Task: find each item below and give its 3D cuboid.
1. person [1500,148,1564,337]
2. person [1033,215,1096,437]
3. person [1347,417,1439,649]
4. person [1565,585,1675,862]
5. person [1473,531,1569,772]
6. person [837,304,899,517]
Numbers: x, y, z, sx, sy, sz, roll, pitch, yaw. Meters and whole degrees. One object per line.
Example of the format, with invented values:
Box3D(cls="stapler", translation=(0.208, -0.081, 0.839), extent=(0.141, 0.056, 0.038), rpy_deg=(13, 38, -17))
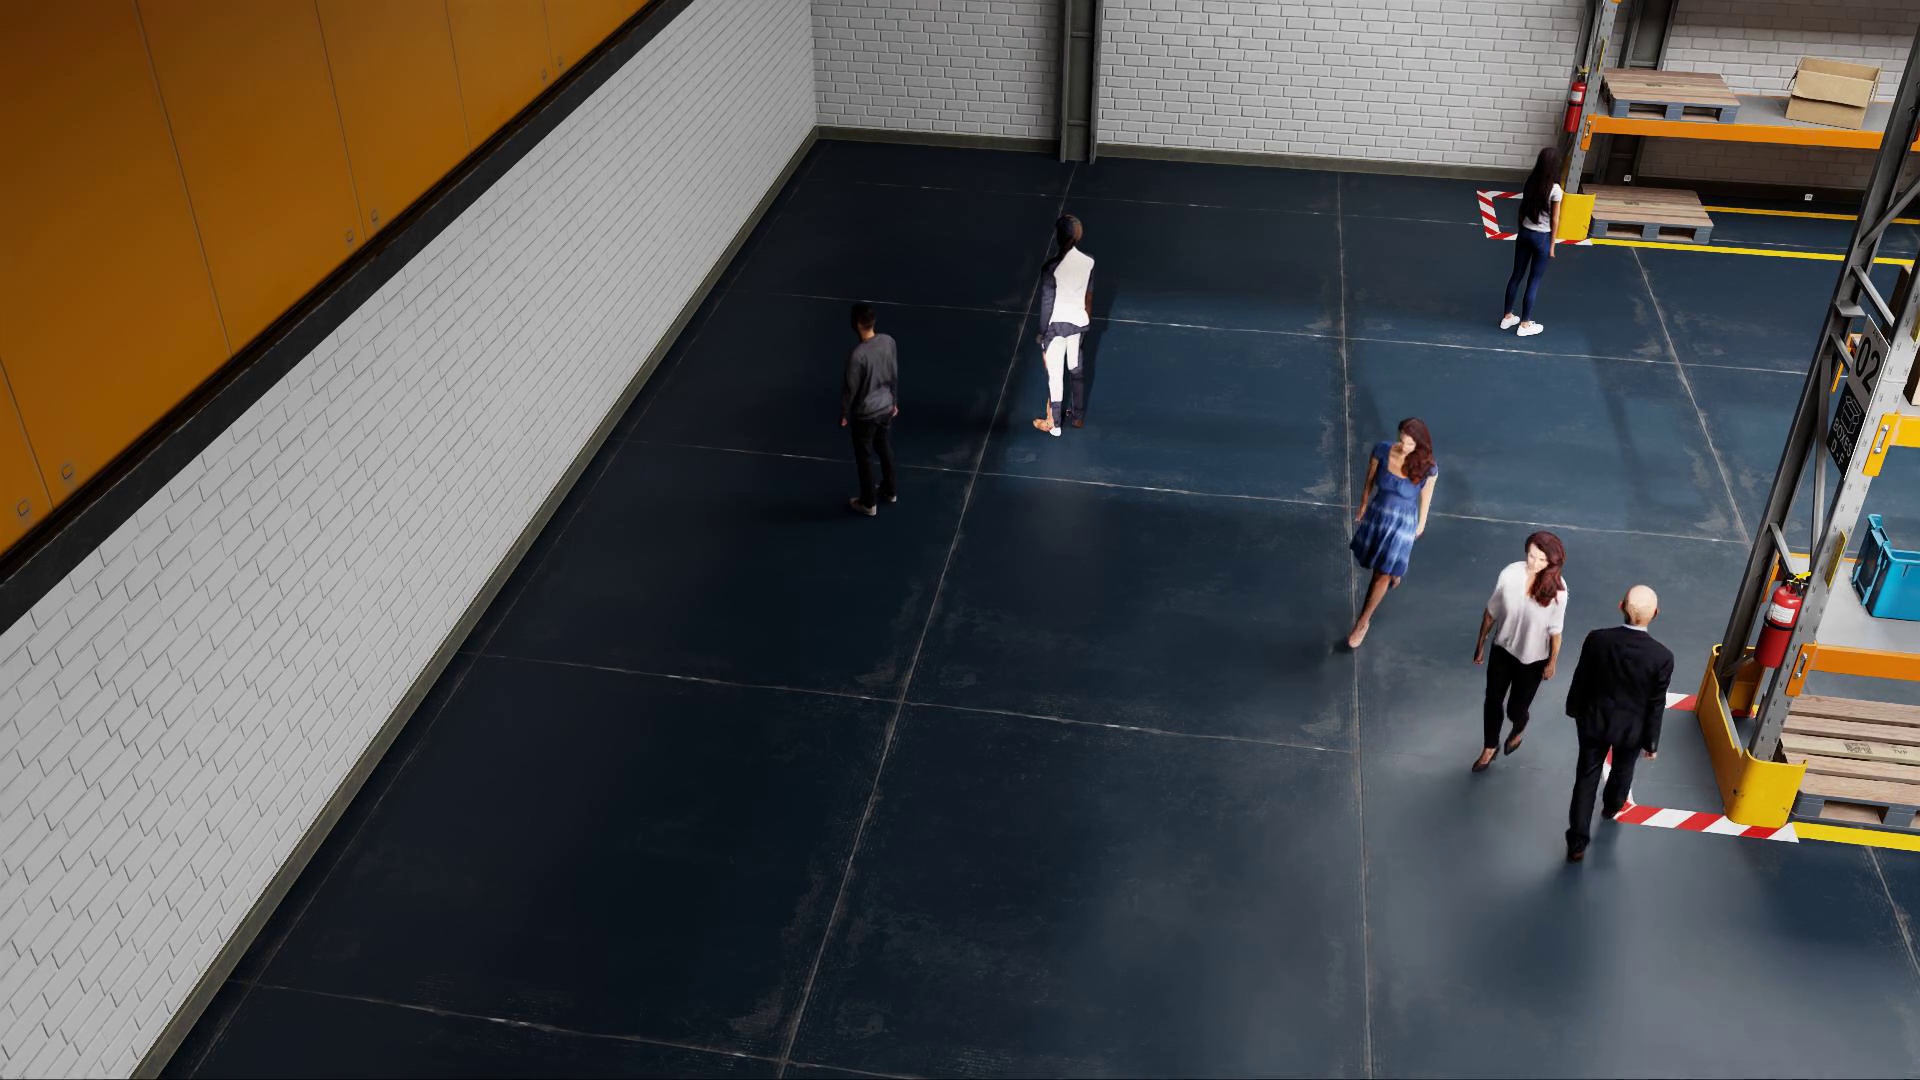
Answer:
Box3D(cls="person", translation=(5.270, -2.742, 15.271), extent=(0.710, 1.775, 0.666), rpy_deg=(-18, 38, -25))
Box3D(cls="person", translation=(0.860, -1.763, 13.692), extent=(0.762, 1.891, 0.834), rpy_deg=(-19, 38, -27))
Box3D(cls="person", translation=(2.941, -0.095, 11.285), extent=(1.028, 1.778, 0.990), rpy_deg=(24, 40, 31))
Box3D(cls="person", translation=(3.700, 1.102, 9.489), extent=(1.026, 1.773, 0.974), rpy_deg=(18, 38, 25))
Box3D(cls="person", translation=(3.452, 0.664, 10.143), extent=(0.764, 1.777, 0.829), rpy_deg=(28, 43, 35))
Box3D(cls="person", translation=(-0.659, -0.976, 12.630), extent=(0.747, 1.756, 0.782), rpy_deg=(-28, 43, -35))
